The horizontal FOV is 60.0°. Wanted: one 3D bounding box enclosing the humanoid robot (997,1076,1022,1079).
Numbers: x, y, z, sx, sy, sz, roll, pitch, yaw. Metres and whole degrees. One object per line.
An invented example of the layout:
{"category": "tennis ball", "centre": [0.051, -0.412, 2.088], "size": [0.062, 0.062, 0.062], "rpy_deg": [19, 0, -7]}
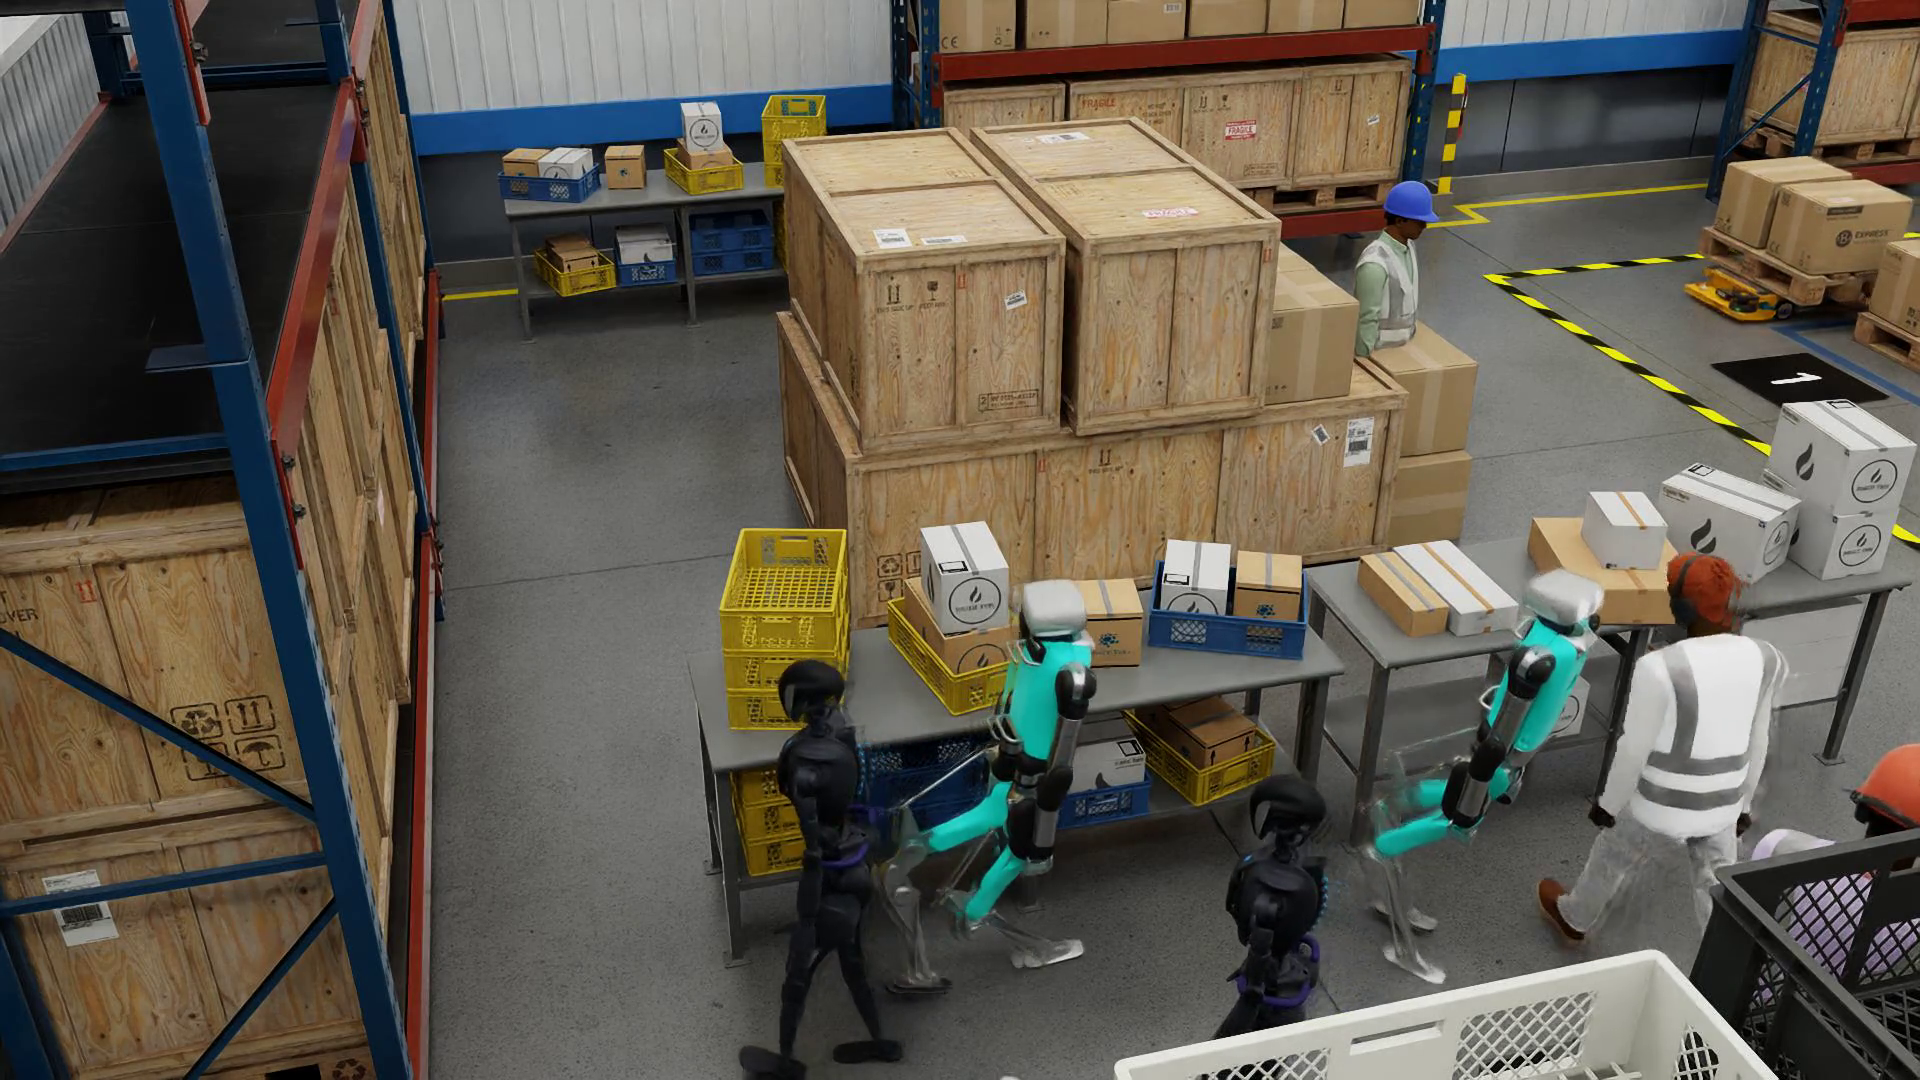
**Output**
{"category": "humanoid robot", "centre": [0.004, 2.128, 3.752], "size": [0.558, 1.761, 0.888], "rpy_deg": [15, 32, 26]}

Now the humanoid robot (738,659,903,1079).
{"category": "humanoid robot", "centre": [-0.485, 1.132, 5.612], "size": [0.560, 1.636, 0.603], "rpy_deg": [4, 29, 6]}

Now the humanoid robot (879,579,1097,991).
{"category": "humanoid robot", "centre": [-0.003, 0.980, 5.881], "size": [0.988, 1.768, 0.532], "rpy_deg": [-7, 30, -13]}

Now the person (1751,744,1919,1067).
{"category": "person", "centre": [2.441, 1.427, 4.710], "size": [0.405, 2.031, 0.608], "rpy_deg": [-25, 37, -37]}

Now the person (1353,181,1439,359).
{"category": "person", "centre": [2.362, -1.063, 9.319], "size": [0.412, 1.939, 0.602], "rpy_deg": [18, 33, 29]}

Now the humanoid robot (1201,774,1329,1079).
{"category": "humanoid robot", "centre": [0.898, 1.422, 5.071], "size": [0.339, 1.654, 0.601], "rpy_deg": [11, 31, 19]}

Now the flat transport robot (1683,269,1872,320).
{"category": "flat transport robot", "centre": [6.305, -1.918, 12.569], "size": [1.431, 0.197, 0.652], "rpy_deg": [-7, 30, -13]}

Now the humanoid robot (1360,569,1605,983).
{"category": "humanoid robot", "centre": [1.776, 0.818, 6.100], "size": [0.848, 1.744, 0.559], "rpy_deg": [22, 36, 34]}

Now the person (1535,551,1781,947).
{"category": "person", "centre": [2.523, 0.891, 5.905], "size": [0.588, 1.799, 1.046], "rpy_deg": [-7, 30, -12]}
